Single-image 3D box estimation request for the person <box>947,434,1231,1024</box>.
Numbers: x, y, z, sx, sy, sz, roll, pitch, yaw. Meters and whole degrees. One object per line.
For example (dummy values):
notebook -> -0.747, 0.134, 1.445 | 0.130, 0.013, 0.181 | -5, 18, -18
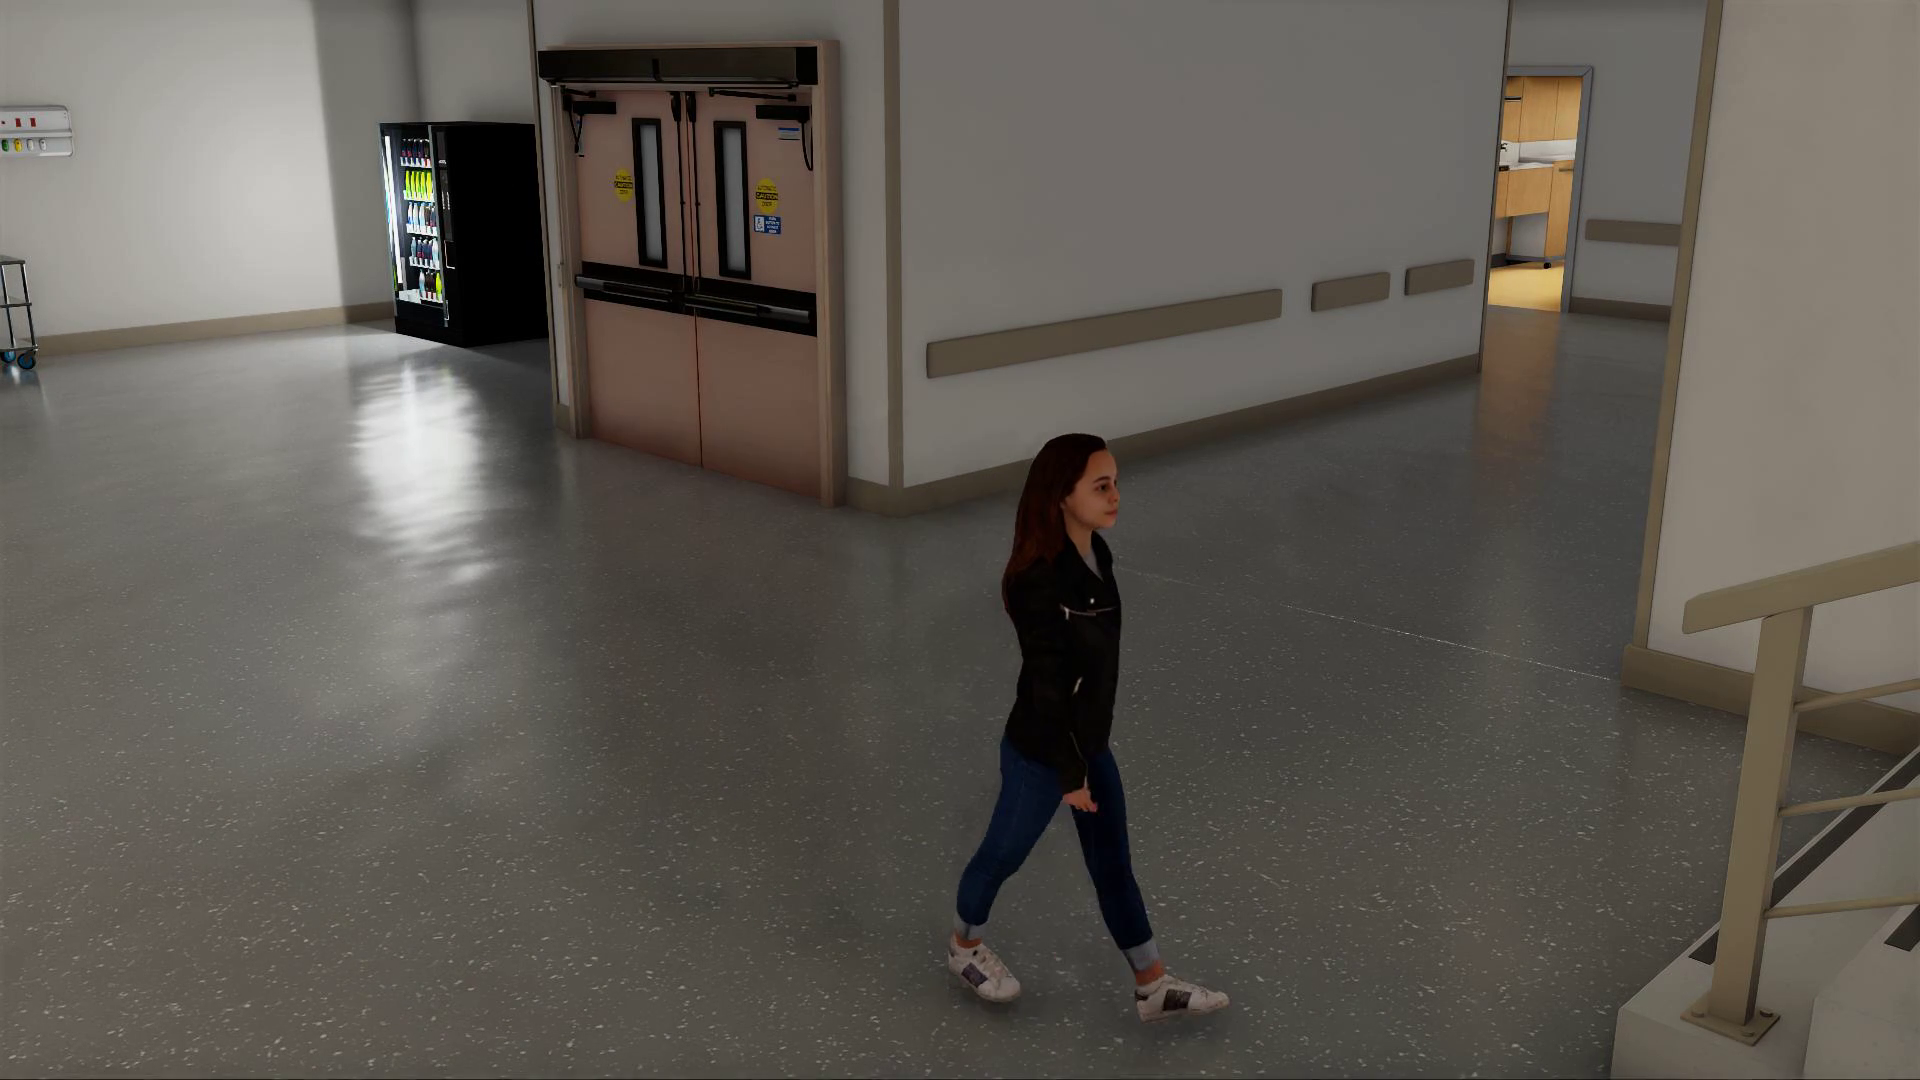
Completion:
person -> 0.168, 0.478, 3.986 | 1.017, 1.439, 0.700 | 10, 19, 32
